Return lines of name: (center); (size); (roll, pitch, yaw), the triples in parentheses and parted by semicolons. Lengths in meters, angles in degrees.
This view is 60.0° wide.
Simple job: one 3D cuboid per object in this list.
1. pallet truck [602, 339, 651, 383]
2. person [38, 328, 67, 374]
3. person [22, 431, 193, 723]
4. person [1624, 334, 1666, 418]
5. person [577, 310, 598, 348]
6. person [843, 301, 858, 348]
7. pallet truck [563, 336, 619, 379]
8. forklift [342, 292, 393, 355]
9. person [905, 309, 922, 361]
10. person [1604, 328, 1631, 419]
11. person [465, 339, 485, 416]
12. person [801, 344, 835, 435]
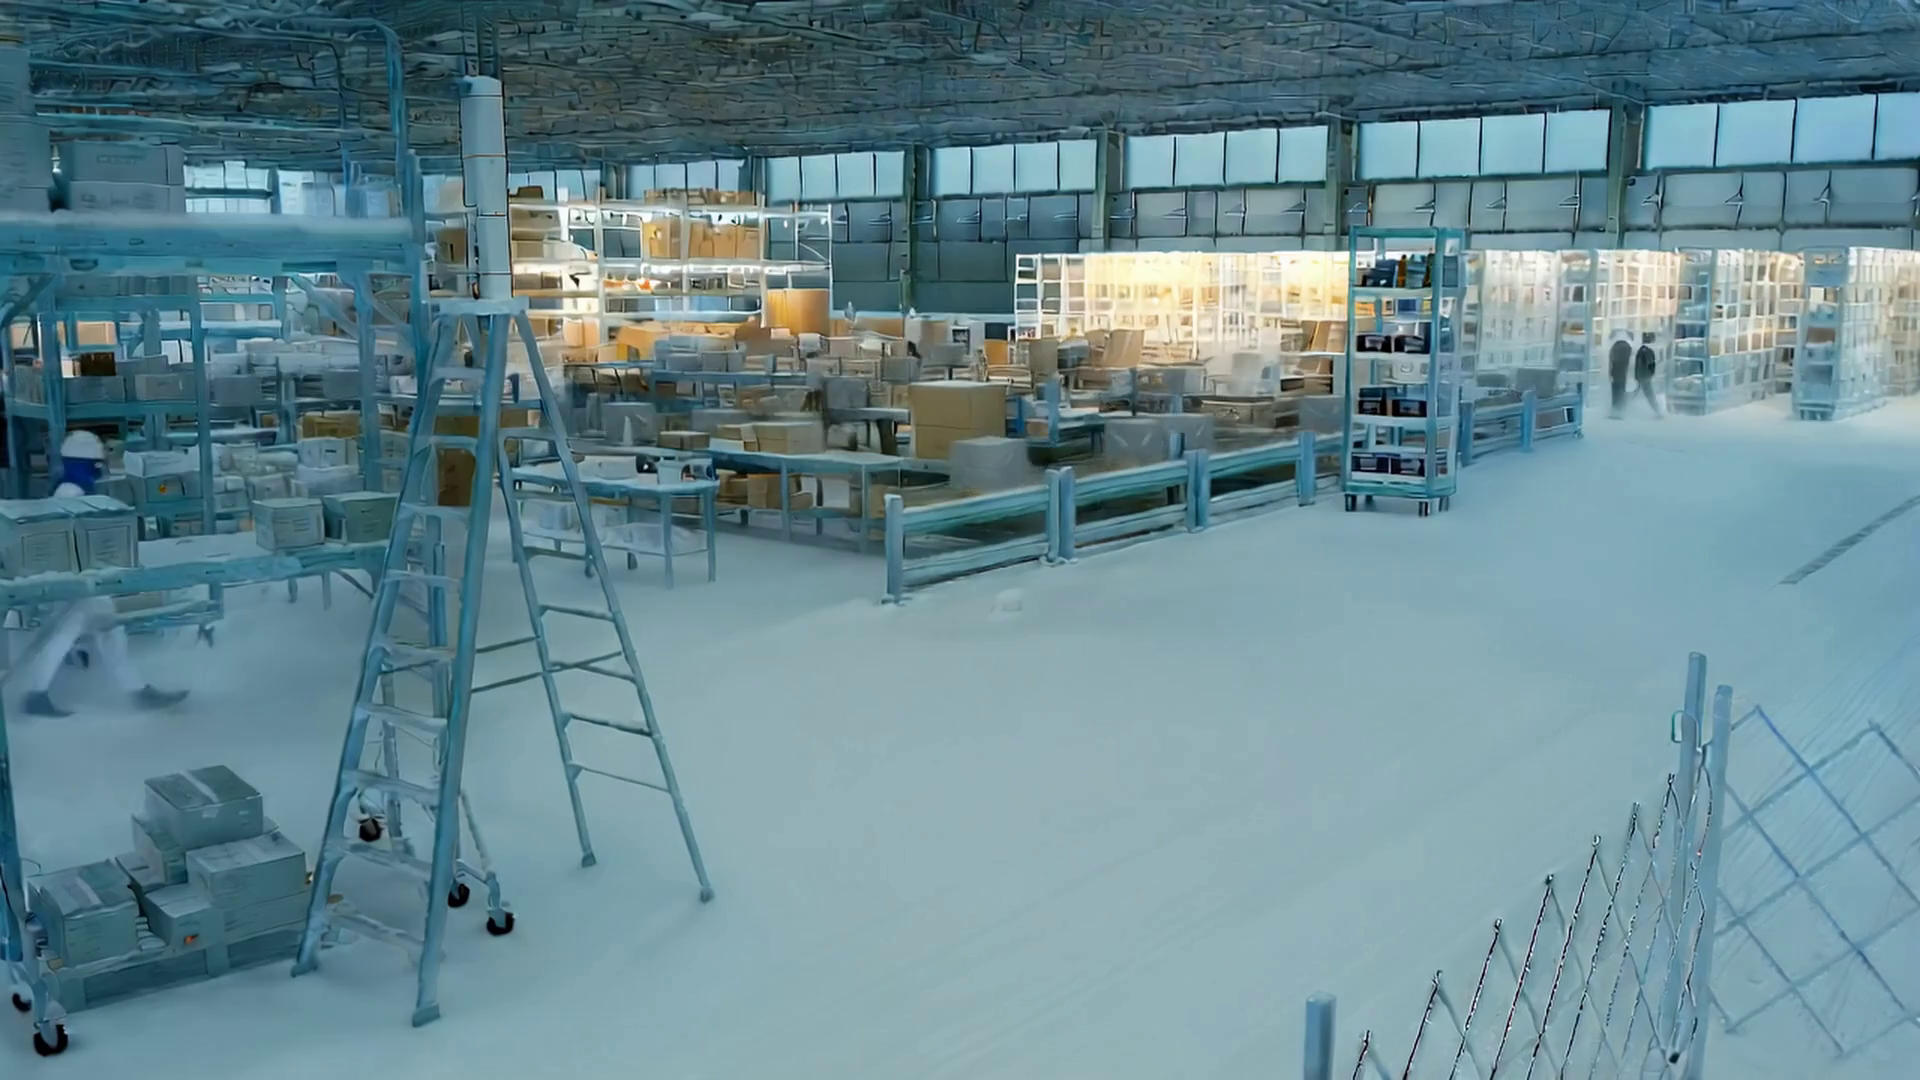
pallet truck: (-8.991, -4.871, 45.351); (0.653, 1.274, 1.630); (7, 11, 37)
person: (-18.952, -3.495, 34.880); (0.403, 1.904, 0.652); (3, 10, 21)
person: (-5.870, 0.253, 11.243); (1.070, 1.984, 0.634); (-4, 10, -23)
person: (14.472, -3.468, 35.155); (0.953, 1.773, 0.682); (9, 13, 43)
person: (-11.334, -6.038, 50.697); (0.623, 1.932, 0.367); (-1, 9, -8)
person: (-4.407, -8.577, 66.517); (0.636, 1.927, 0.443); (1, 9, 8)
pallet truck: (-10.690, -5.294, 48.215); (1.601, 1.201, 0.680); (-5, 10, -26)
forklift: (-16.485, -5.622, 45.120); (1.129, 2.768, 1.873); (7, 11, 37)
person: (-1.433, -6.106, 50.993); (0.624, 1.967, 0.792); (8, 12, 41)
person: (13.707, -3.468, 34.704); (0.406, 1.911, 0.639); (9, 13, 43)
person: (-10.336, -3.498, 35.601); (0.539, 1.679, 0.660); (4, 10, 24)
person: (-2.770, -2.795, 31.110); (0.925, 1.718, 0.538); (1, 9, 6)
